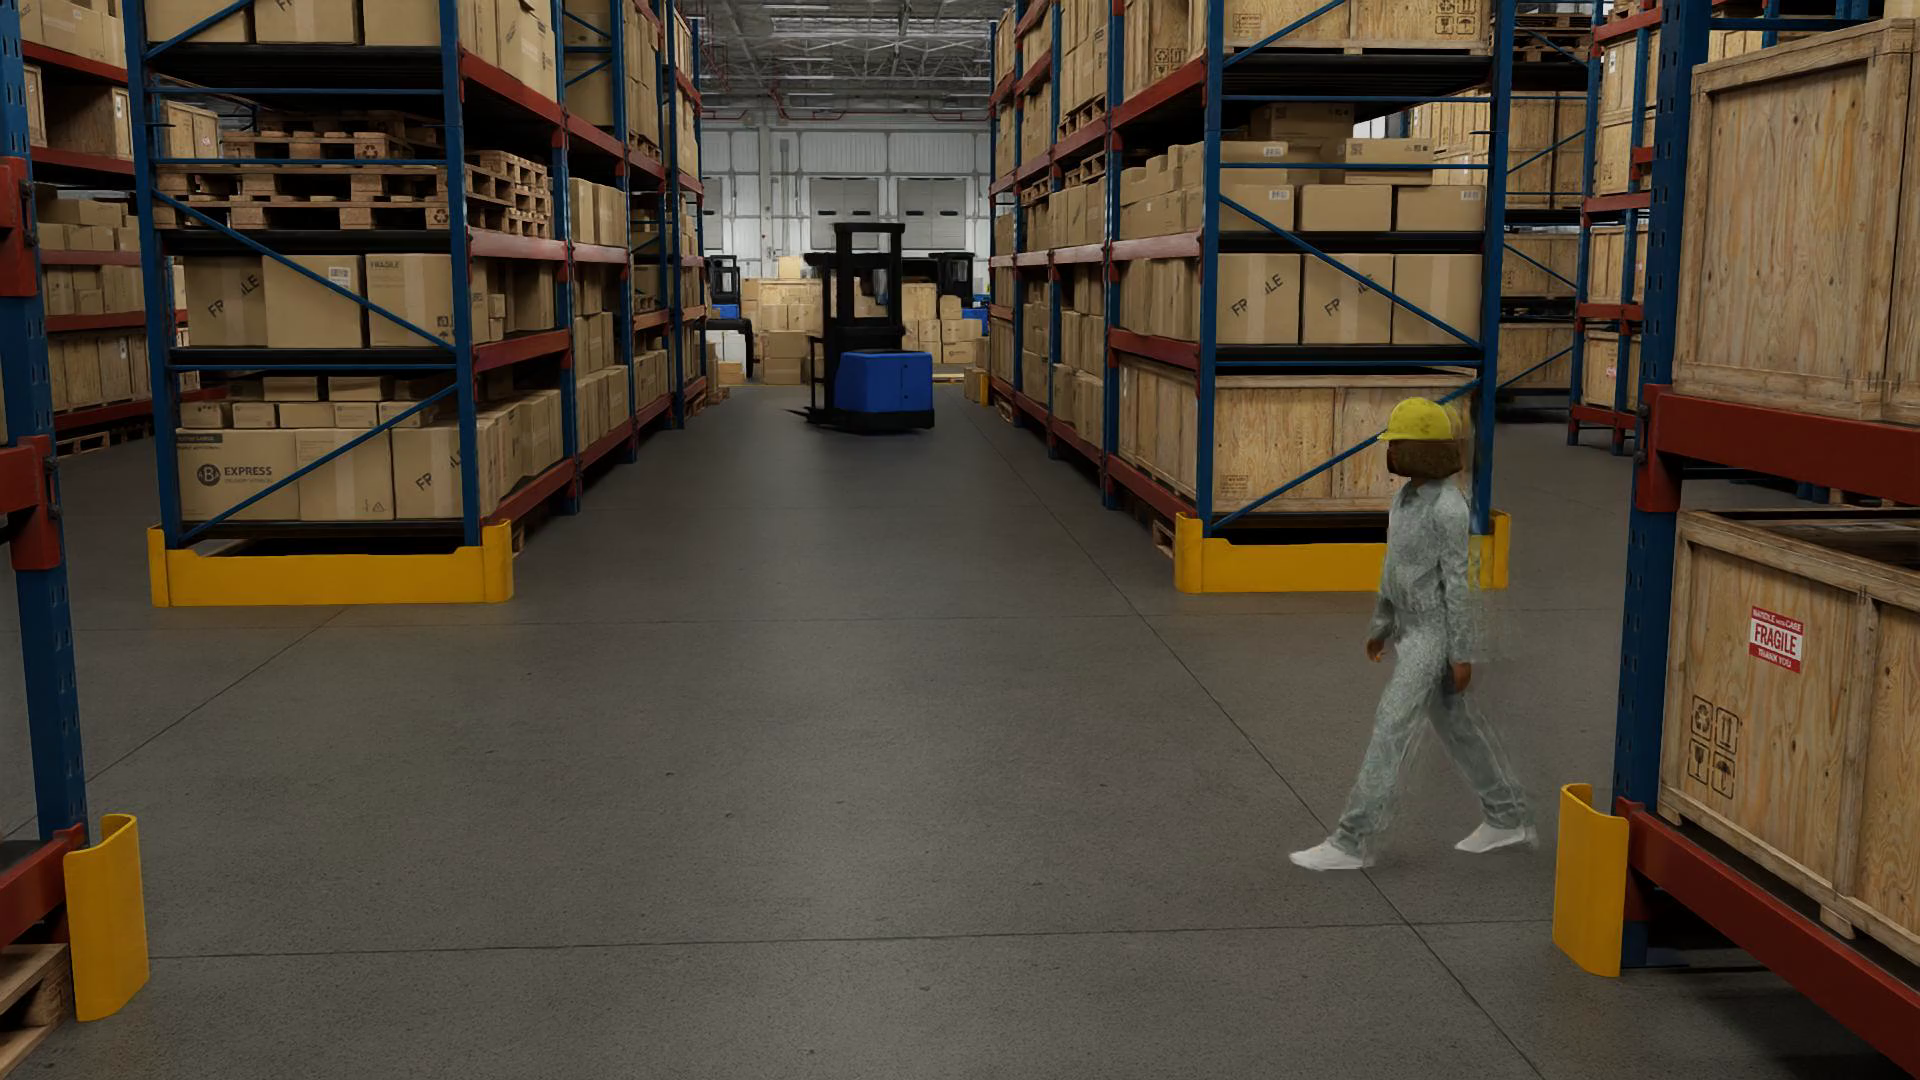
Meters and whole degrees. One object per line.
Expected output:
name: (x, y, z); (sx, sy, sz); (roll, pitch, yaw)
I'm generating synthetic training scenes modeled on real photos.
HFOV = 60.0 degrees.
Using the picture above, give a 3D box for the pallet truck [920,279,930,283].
pallet truck: (-0.932, -8.922, 63.114); (1.885, 1.965, 0.823); (2, 9, 13)

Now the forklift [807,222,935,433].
forklift: (-1.216, -2.922, 22.680); (1.129, 2.768, 1.873); (-5, 10, -29)

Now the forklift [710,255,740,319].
forklift: (-8.364, -8.712, 59.035); (1.129, 2.768, 1.873); (-1, 9, -4)

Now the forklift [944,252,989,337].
forklift: (-0.009, -7.506, 51.459); (1.129, 2.768, 1.873); (-5, 10, -30)

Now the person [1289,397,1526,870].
person: (1.667, 0.334, 5.947); (0.911, 1.696, 0.503); (-1, 9, -5)
